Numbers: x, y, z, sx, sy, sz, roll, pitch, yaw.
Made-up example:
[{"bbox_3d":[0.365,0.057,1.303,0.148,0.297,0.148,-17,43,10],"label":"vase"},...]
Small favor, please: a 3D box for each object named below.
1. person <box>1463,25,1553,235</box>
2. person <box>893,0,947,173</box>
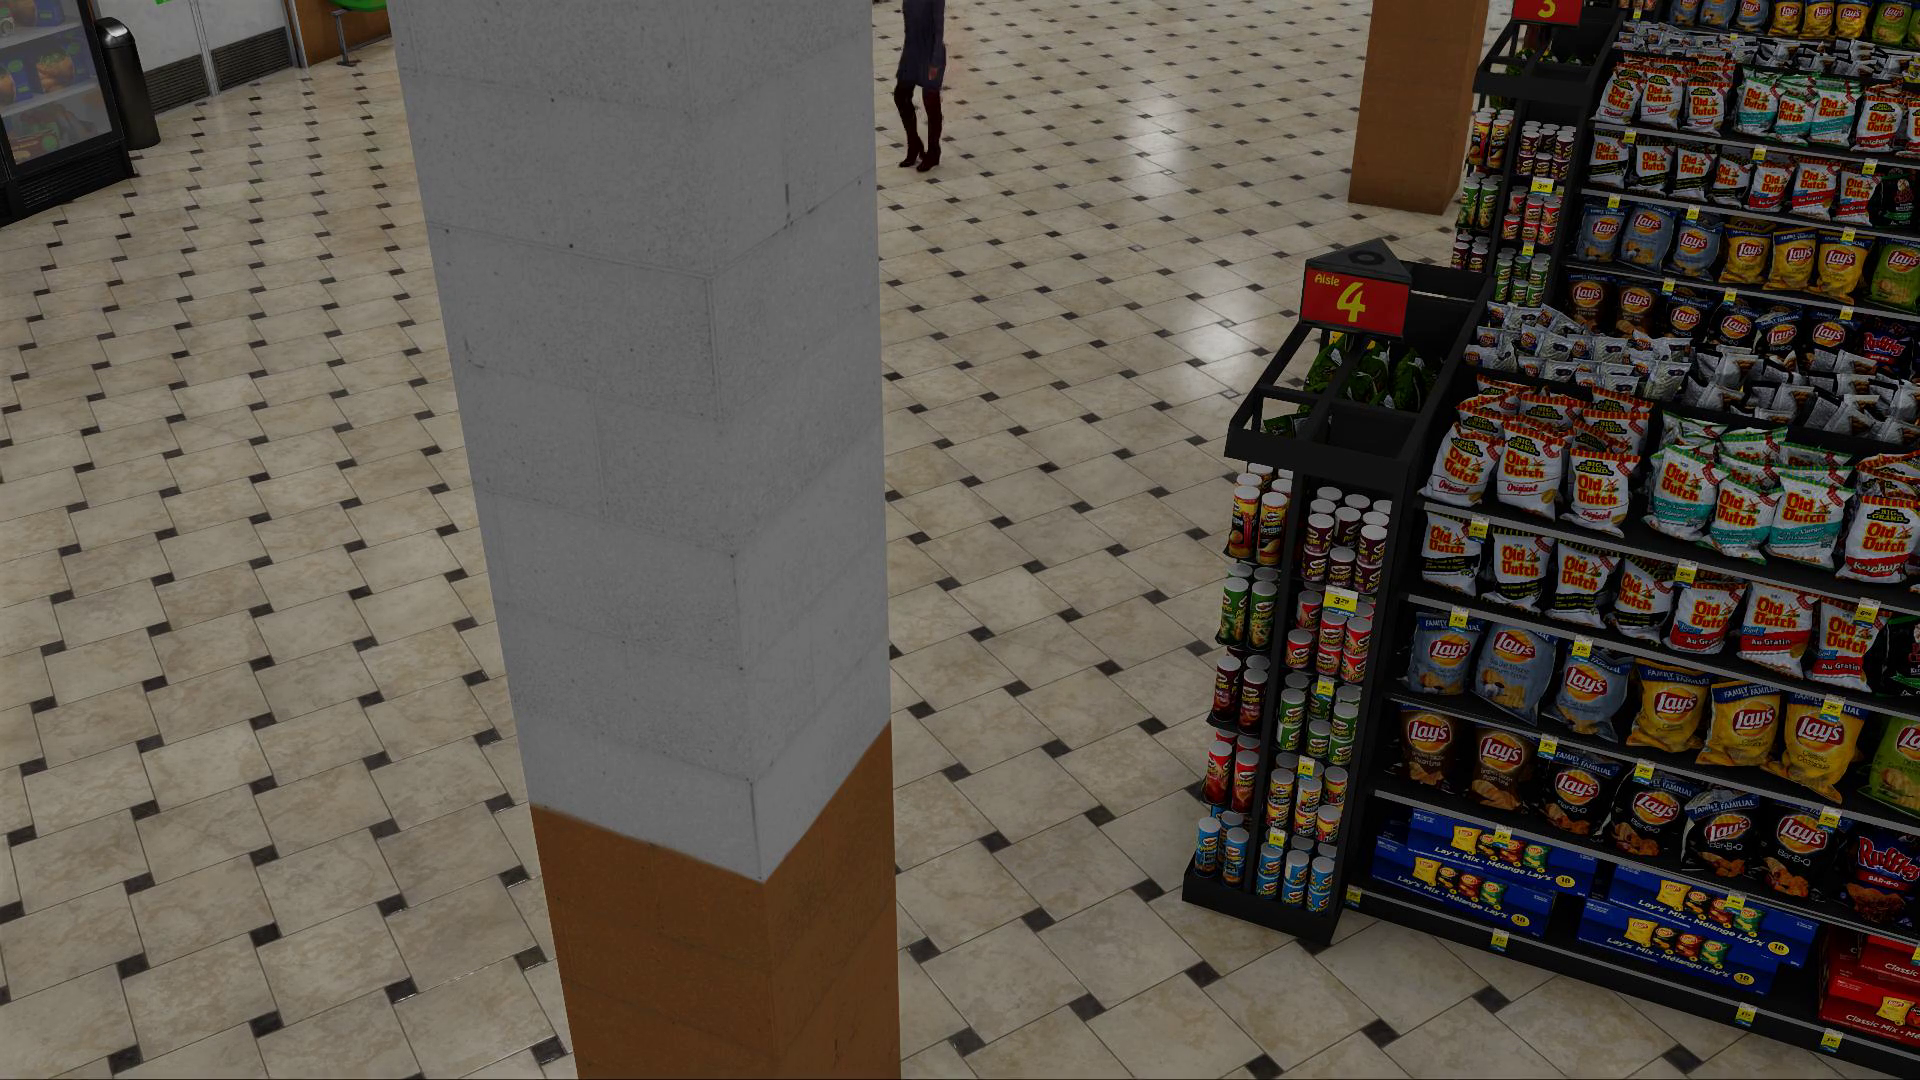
[{"bbox_3d":[3.612,-2.675,11.007,1.048,1.676,0.707,18,36,26],"label":"person"},{"bbox_3d":[-0.212,-3.627,12.515,0.760,1.700,0.633,-25,39,-34],"label":"person"}]
